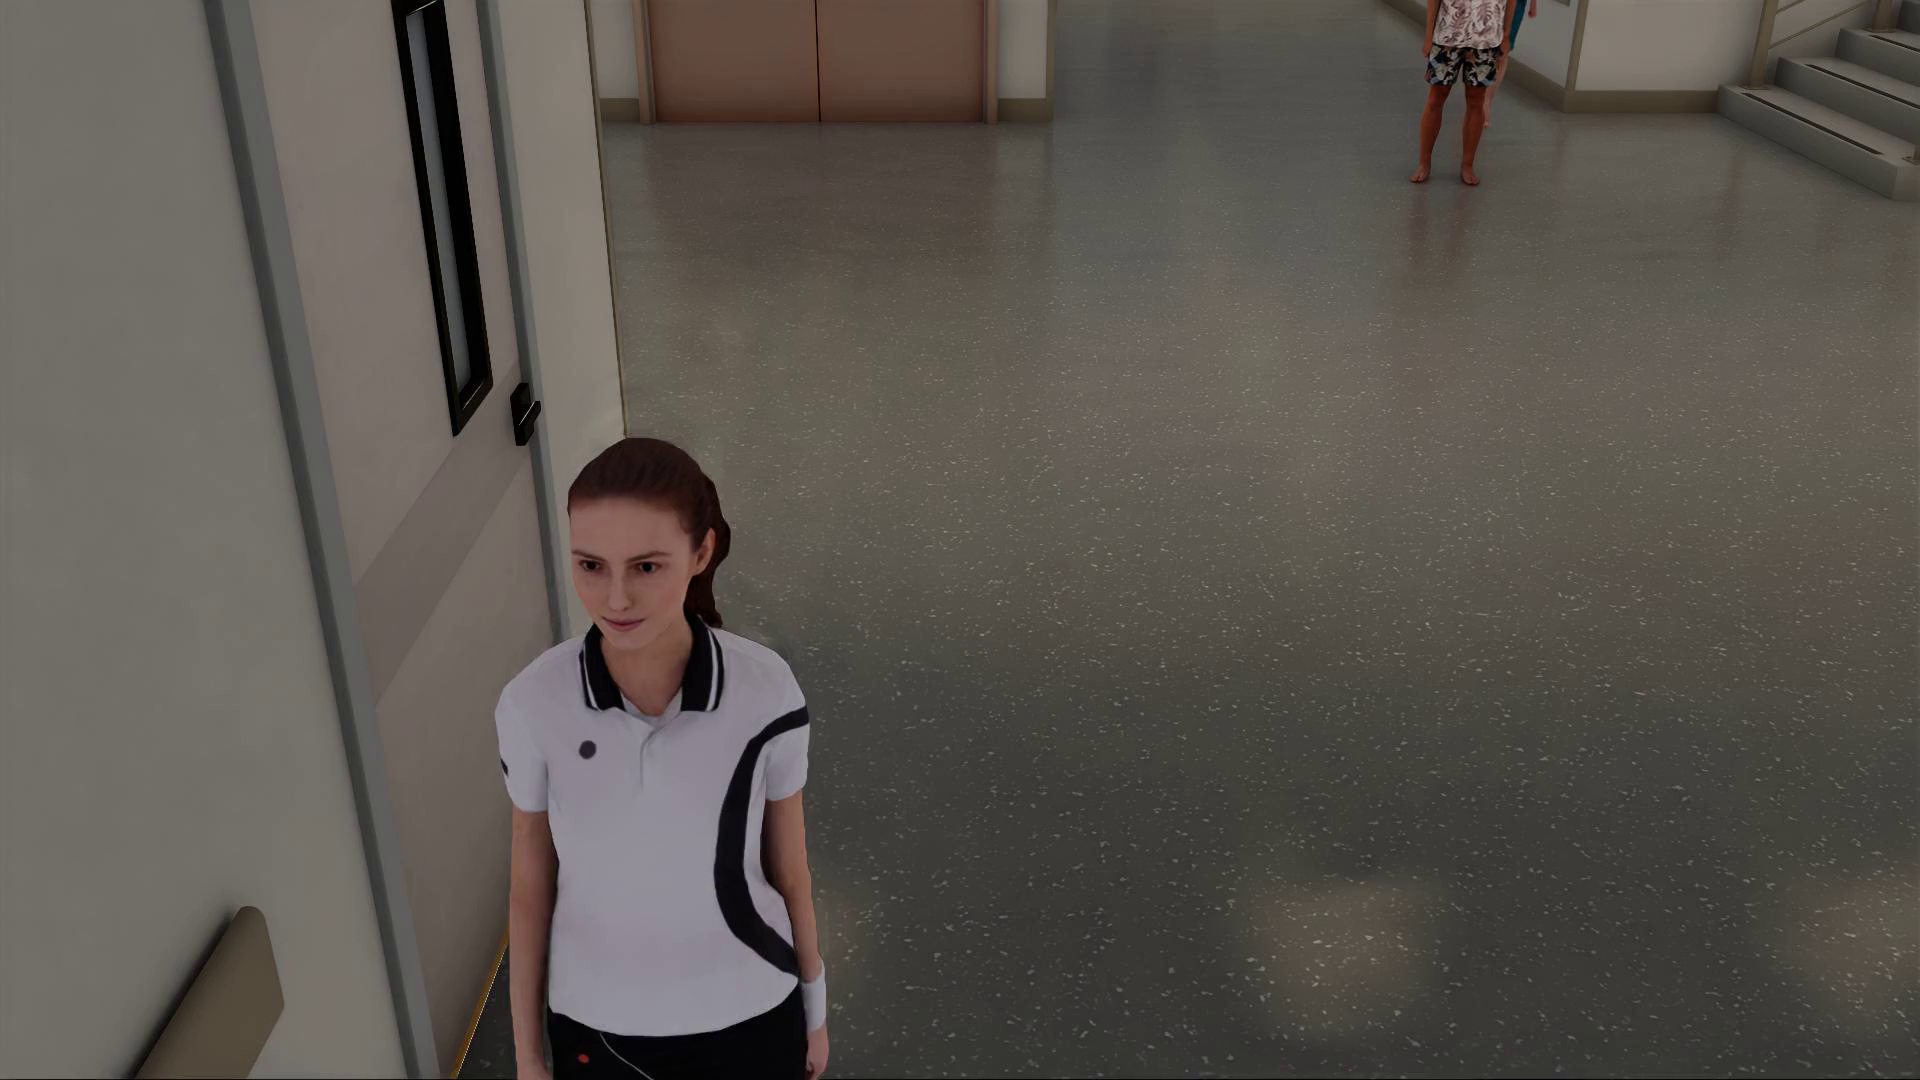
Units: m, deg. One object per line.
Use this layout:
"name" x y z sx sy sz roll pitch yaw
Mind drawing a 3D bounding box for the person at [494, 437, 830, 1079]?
"person" -0.395 0.647 2.403 1.084 1.715 0.669 -1 26 -1

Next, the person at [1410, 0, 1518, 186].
"person" 3.056 -3.078 10.011 0.575 1.814 0.774 6 26 11

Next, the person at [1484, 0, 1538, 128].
"person" 3.741 -3.714 11.499 0.652 1.669 0.683 3 26 6
